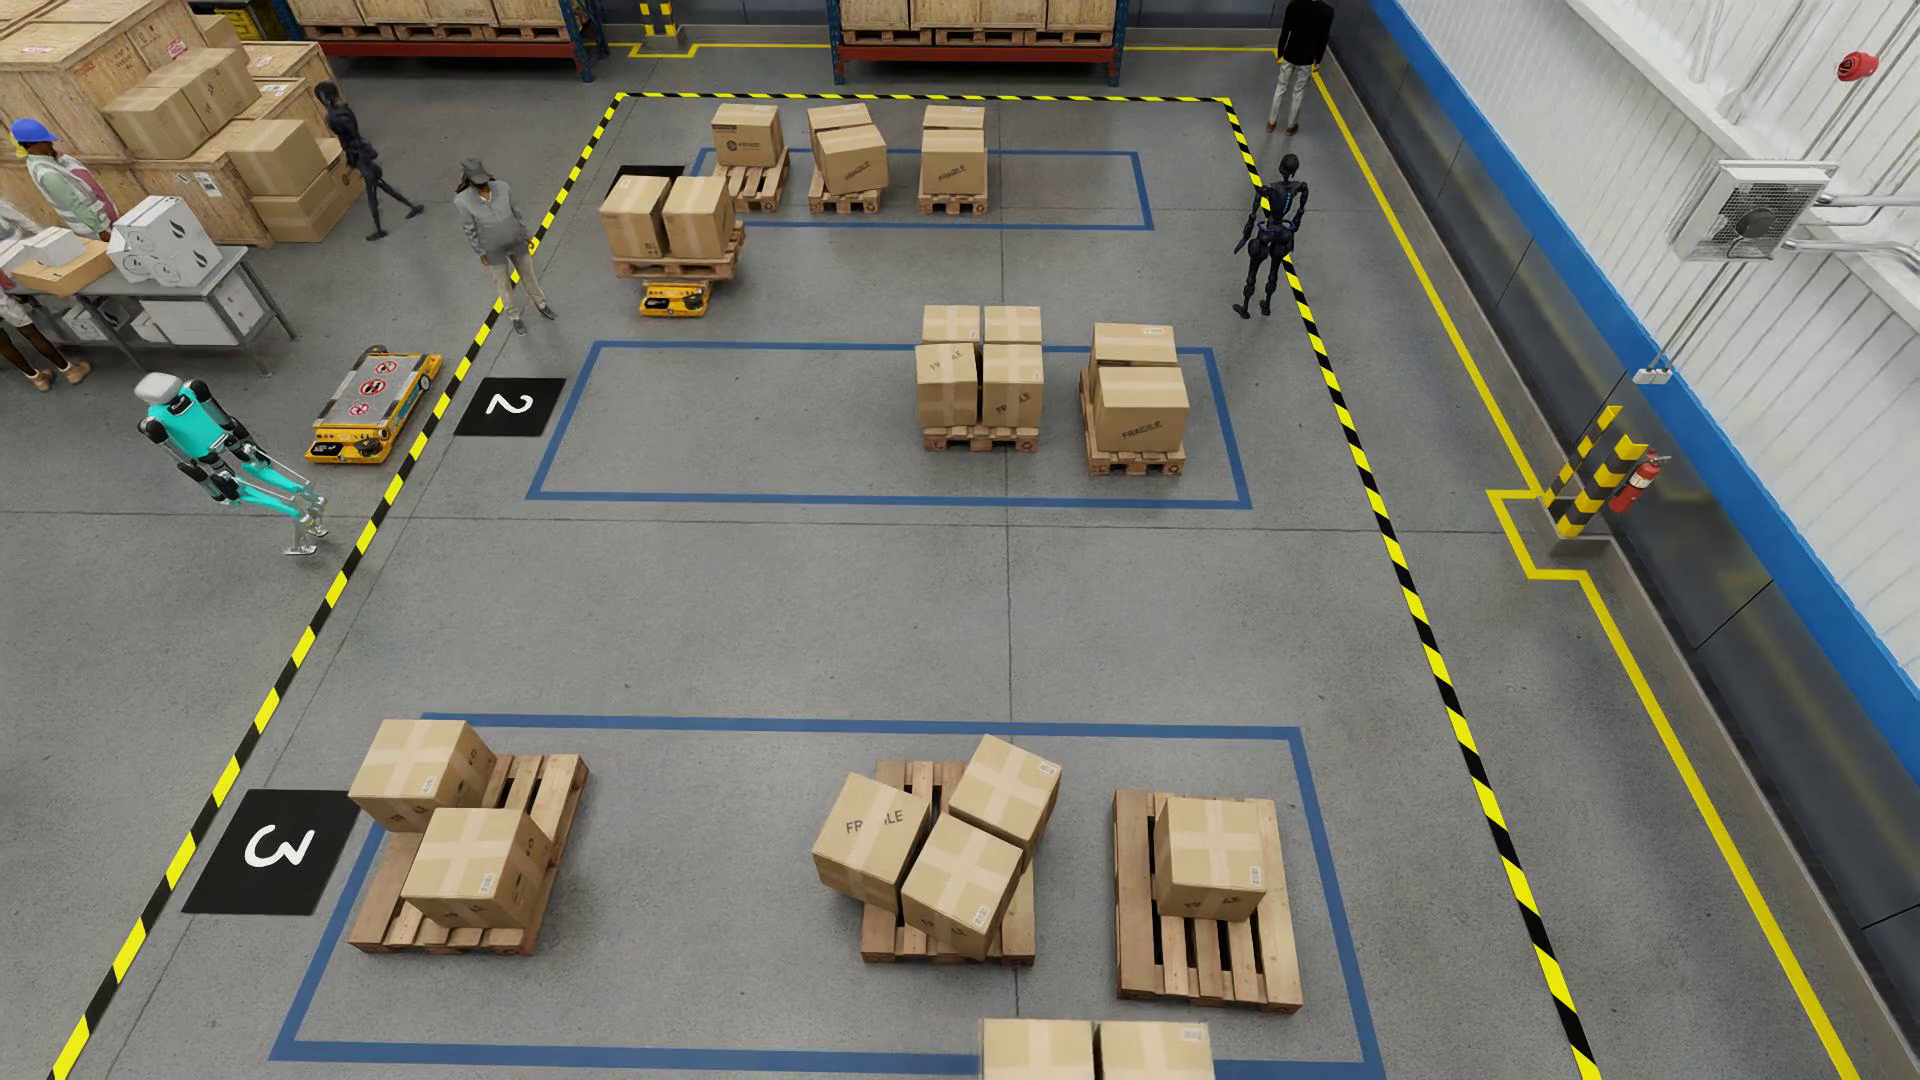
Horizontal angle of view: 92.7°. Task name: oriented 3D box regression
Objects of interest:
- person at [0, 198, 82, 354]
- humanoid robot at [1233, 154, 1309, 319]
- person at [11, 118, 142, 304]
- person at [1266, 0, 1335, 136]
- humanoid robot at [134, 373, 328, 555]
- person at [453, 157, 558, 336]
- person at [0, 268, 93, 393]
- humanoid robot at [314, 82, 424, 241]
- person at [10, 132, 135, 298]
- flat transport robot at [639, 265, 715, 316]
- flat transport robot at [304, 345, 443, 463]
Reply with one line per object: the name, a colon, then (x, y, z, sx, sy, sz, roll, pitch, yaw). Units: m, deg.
person: (-8.937, -2.705, 8.637, 0.591, 1.835, 0.831, -13, 51, -11)
humanoid robot: (3.011, -2.936, 8.919, 0.599, 1.657, 0.315, -6, 50, -5)
person: (-8.423, -3.103, 8.900, 0.399, 1.937, 0.603, -37, 59, -27)
person: (4.220, -6.014, 11.400, 0.586, 1.882, 0.371, 21, 53, 17)
humanoid robot: (-5.177, -0.500, 6.738, 0.735, 1.681, 0.533, 8, 50, 7)
person: (-4.375, -2.823, 8.775, 0.563, 1.764, 0.402, -37, 59, -27)
person: (-8.637, -2.182, 8.053, 0.605, 2.044, 0.371, -16, 52, -13)
humanoid robot: (-6.511, -4.156, 9.991, 0.600, 1.631, 0.772, 35, 58, 26)
person: (-8.525, -3.178, 9.039, 0.590, 1.820, 0.404, 21, 53, 17)
flat transport robot: (-2.945, -2.906, 9.808, 0.652, 0.197, 1.431, 1, 50, 1)
flat transport robot: (-5.383, -1.269, 8.441, 0.659, 0.231, 1.431, 1, 50, 1)
